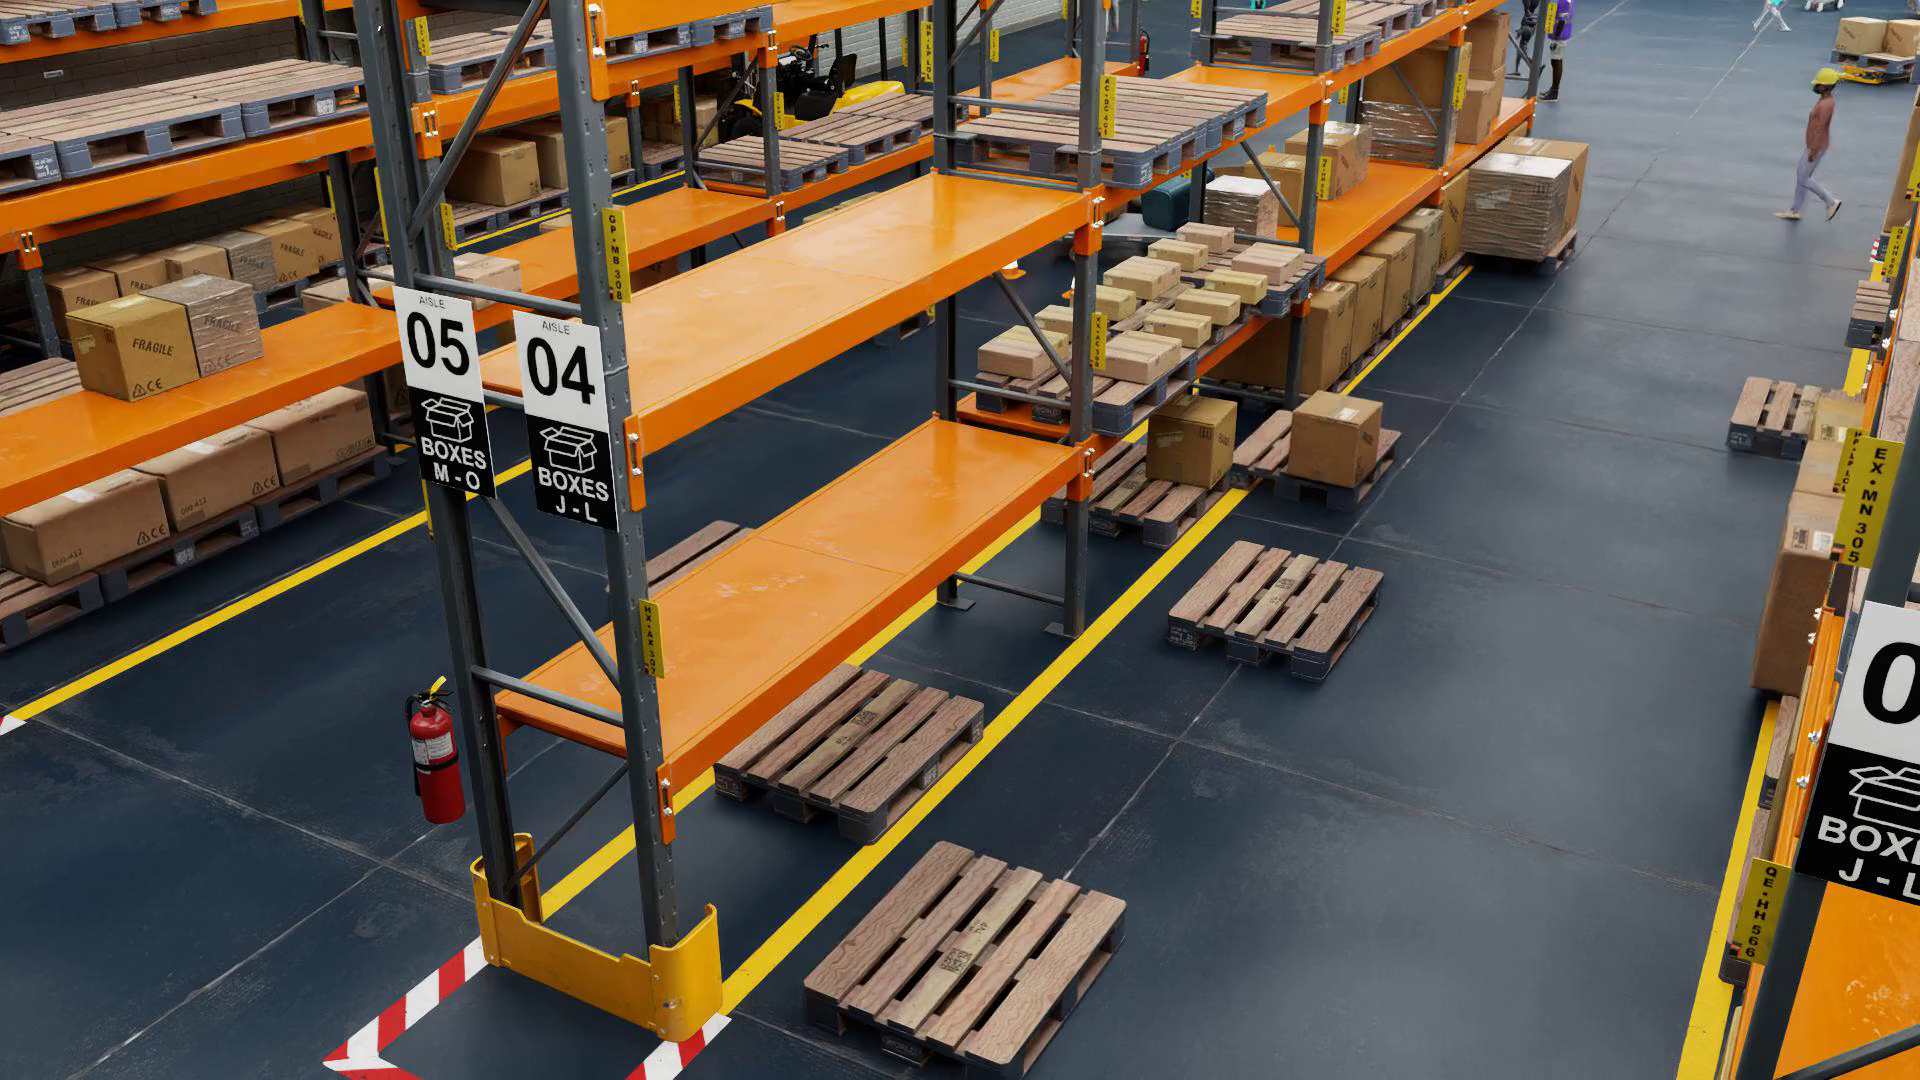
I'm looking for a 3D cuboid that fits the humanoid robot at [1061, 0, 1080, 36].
[{"bbox_3d":[2.089,-10.225,30.922,0.532,1.808,0.694,11,28,22],"label":"humanoid robot"}]

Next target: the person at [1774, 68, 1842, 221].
[{"bbox_3d":[9.807,-4.480,18.948,0.596,1.746,0.547,13,29,26],"label":"person"}]

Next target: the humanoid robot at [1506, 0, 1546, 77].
[{"bbox_3d":[9.373,-8.426,27.241,0.643,1.634,0.594,13,29,25],"label":"humanoid robot"}]

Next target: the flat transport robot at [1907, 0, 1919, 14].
[{"bbox_3d":[19.518,-10.422,32.998,0.659,0.231,1.431,8,27,16],"label":"flat transport robot"}]

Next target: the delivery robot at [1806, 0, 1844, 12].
[{"bbox_3d":[17.844,-11.203,34.302,0.801,0.604,0.499,-16,30,-29],"label":"delivery robot"}]

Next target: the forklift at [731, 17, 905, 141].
[{"bbox_3d":[-1.819,-5.975,21.543,2.313,2.155,1.214,14,29,26],"label":"forklift"}]

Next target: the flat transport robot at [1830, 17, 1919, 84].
[{"bbox_3d":[15.128,-7.690,27.321,1.431,0.231,0.659,-13,28,-25],"label":"flat transport robot"}]

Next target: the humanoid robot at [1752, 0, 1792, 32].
[{"bbox_3d":[15.516,-10.511,31.508,0.961,1.771,0.556,2,26,3],"label":"humanoid robot"}]

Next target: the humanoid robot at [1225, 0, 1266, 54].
[{"bbox_3d":[4.333,-7.690,25.649,0.890,1.774,0.581,3,26,6],"label":"humanoid robot"}]

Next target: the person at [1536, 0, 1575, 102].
[{"bbox_3d":[9.133,-7.700,25.390,0.373,1.963,0.606,12,28,24],"label":"person"}]

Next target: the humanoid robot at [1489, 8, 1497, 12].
[{"bbox_3d":[7.613,-6.849,23.971,0.417,1.644,0.614,2,26,3],"label":"humanoid robot"}]

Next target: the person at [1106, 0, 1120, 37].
[{"bbox_3d":[2.771,-10.418,31.139,0.688,1.895,0.898,5,26,9],"label":"person"}]
